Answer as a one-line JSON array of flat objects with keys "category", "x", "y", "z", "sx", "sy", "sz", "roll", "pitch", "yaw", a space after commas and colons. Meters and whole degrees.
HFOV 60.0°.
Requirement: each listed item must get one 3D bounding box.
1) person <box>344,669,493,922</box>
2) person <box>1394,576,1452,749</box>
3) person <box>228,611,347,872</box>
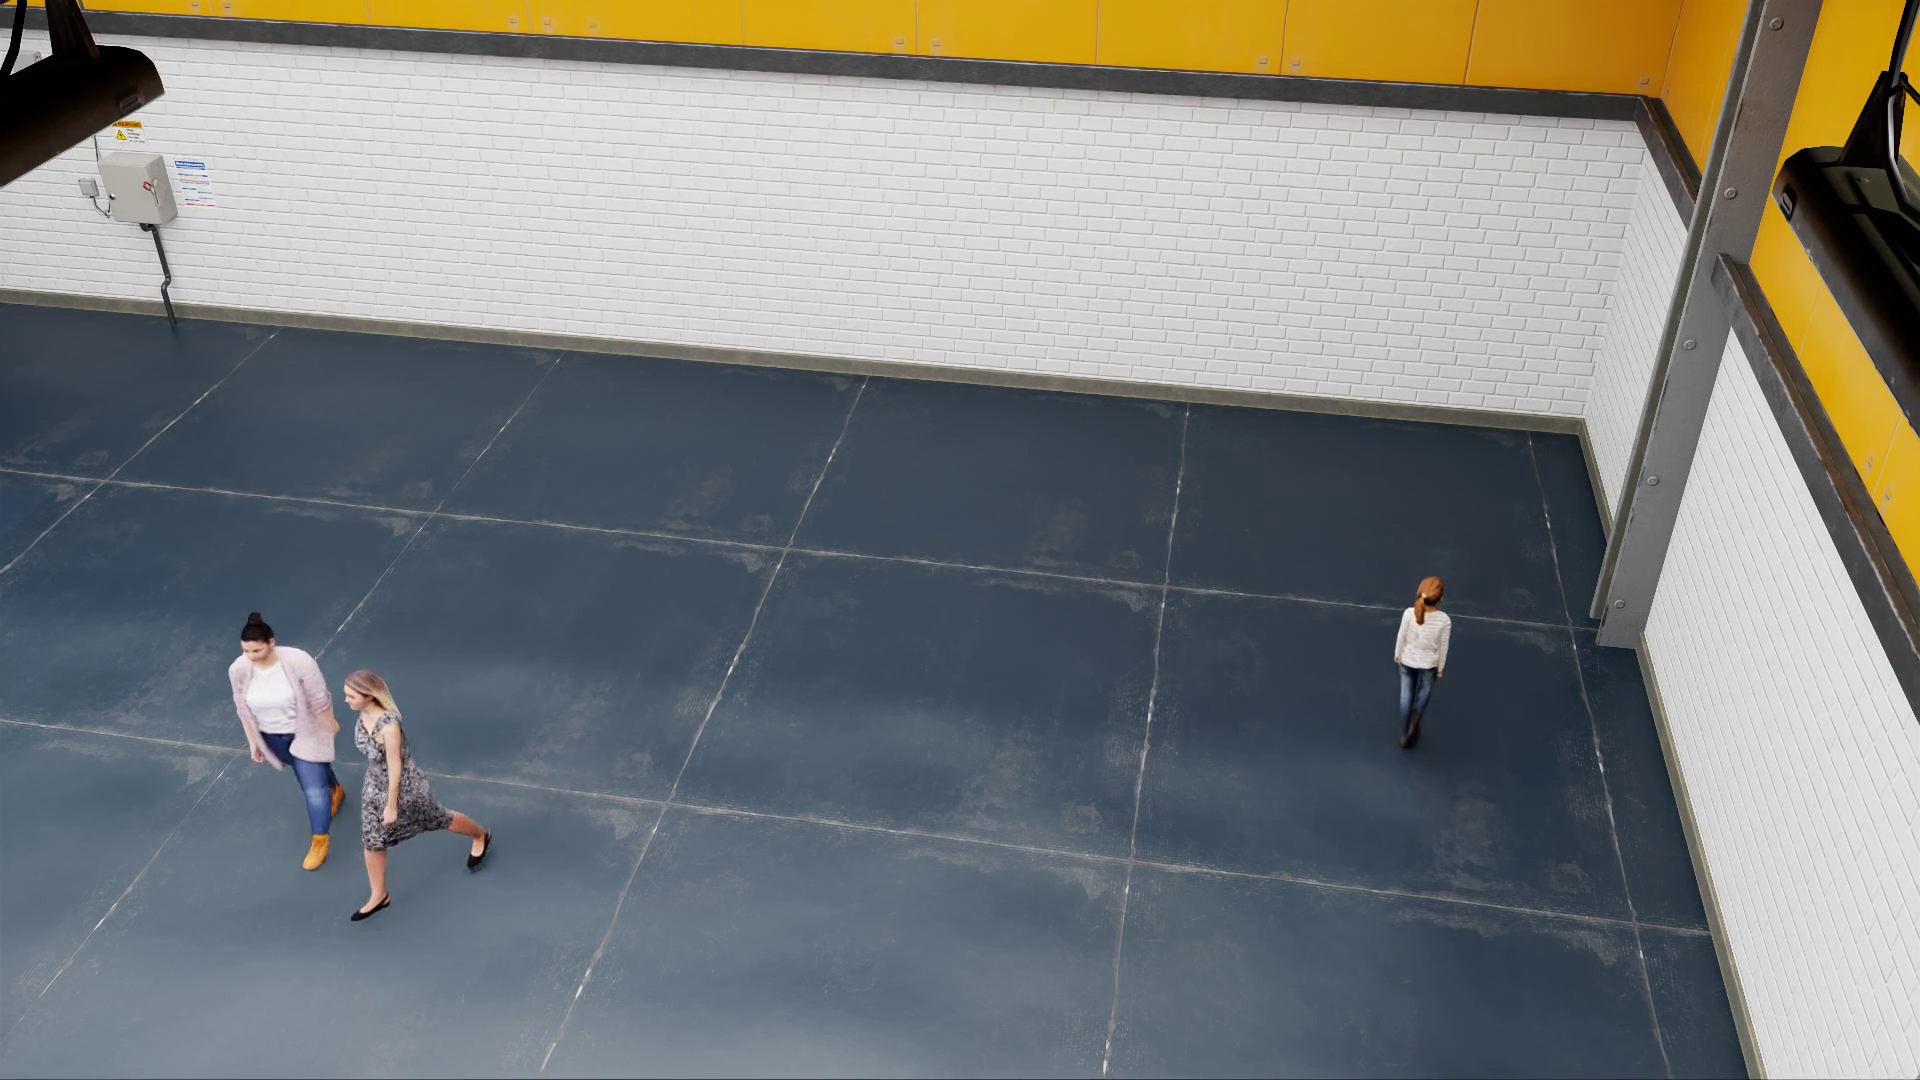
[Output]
[{"category": "person", "x": -3.170, "y": 1.411, "z": 9.703, "sx": 0.983, "sy": 1.655, "sz": 1.223, "roll": 26, "pitch": 41, "yaw": 33}, {"category": "person", "x": 2.993, "y": 0.836, "z": 10.877, "sx": 0.524, "sy": 1.312, "sz": 0.557, "roll": 13, "pitch": 36, "yaw": 18}, {"category": "person", "x": -4.025, "y": 1.080, "z": 10.153, "sx": 0.718, "sy": 1.708, "sz": 1.021, "roll": 2, "pitch": 34, "yaw": 4}]
